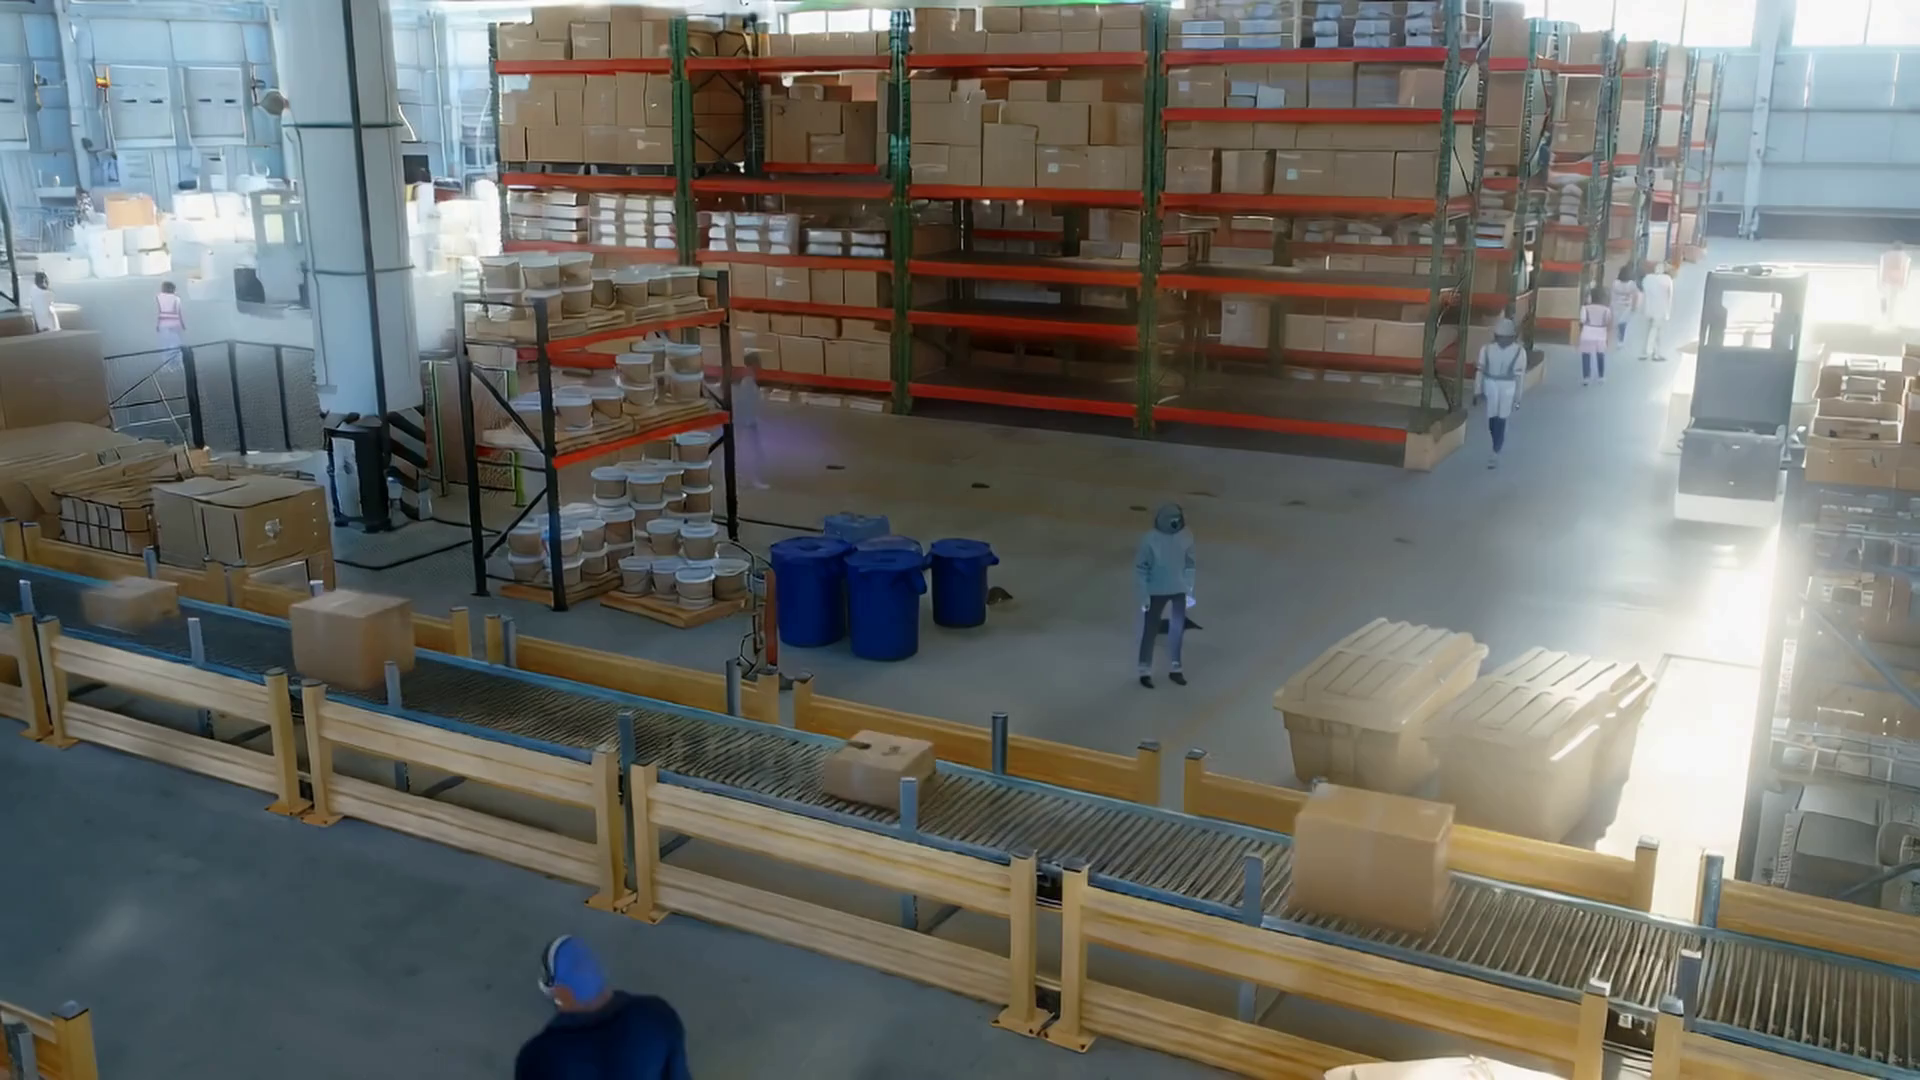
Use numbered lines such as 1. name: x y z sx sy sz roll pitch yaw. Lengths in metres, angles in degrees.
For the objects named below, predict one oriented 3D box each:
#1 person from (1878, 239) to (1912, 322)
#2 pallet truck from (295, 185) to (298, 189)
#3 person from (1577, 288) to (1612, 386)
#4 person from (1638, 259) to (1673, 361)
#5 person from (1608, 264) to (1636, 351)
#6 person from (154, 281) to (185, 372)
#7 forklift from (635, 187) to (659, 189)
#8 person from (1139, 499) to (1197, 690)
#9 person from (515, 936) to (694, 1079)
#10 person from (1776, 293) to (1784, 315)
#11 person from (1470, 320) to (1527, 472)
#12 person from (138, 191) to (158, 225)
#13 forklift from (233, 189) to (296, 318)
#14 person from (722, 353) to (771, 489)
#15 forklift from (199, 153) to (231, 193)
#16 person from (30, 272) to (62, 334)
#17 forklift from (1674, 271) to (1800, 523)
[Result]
1. person: 20.446 -5.667 36.427 0.631 1.827 0.553 8 17 28
2. pallet truck: -26.804 -14.617 69.738 1.885 1.965 0.823 -14 20 -42
3. person: 10.840 -3.473 28.473 0.549 1.670 0.487 3 15 12
4. person: 13.063 -4.302 31.162 0.399 1.899 0.646 -8 17 -28
5. person: 12.920 -4.540 32.443 0.548 1.683 0.480 12 19 39
6. person: -14.256 -3.847 30.016 0.531 1.601 0.594 -3 15 -13
7. forklift: -11.434 -12.668 60.724 1.129 2.768 1.873 -1 15 -3
8. person: 1.722 0.448 13.827 0.497 1.627 0.287 -4 16 -16
9. person: -1.341 2.329 6.328 0.723 1.847 0.920 -10 18 -34
10. person: 15.571 -4.232 31.415 0.280 1.624 0.494 3 15 11
11. person: 7.179 -1.952 22.171 0.618 1.988 1.081 9 17 30
12. person: -26.118 -10.239 53.415 0.673 1.928 0.481 -3 15 -10
13. forklift: -15.430 -6.495 37.516 1.873 2.768 1.129 8 17 28
14. person: -2.677 -1.463 20.774 0.505 1.754 0.528 -1 15 -3
15. forklift: -27.440 -12.865 61.464 1.873 2.768 1.129 8 17 28
16. person: -15.987 -3.757 29.159 0.512 1.872 0.328 4 15 13
17. forklift: 9.269 -1.763 19.726 1.129 2.768 1.873 8 17 27
